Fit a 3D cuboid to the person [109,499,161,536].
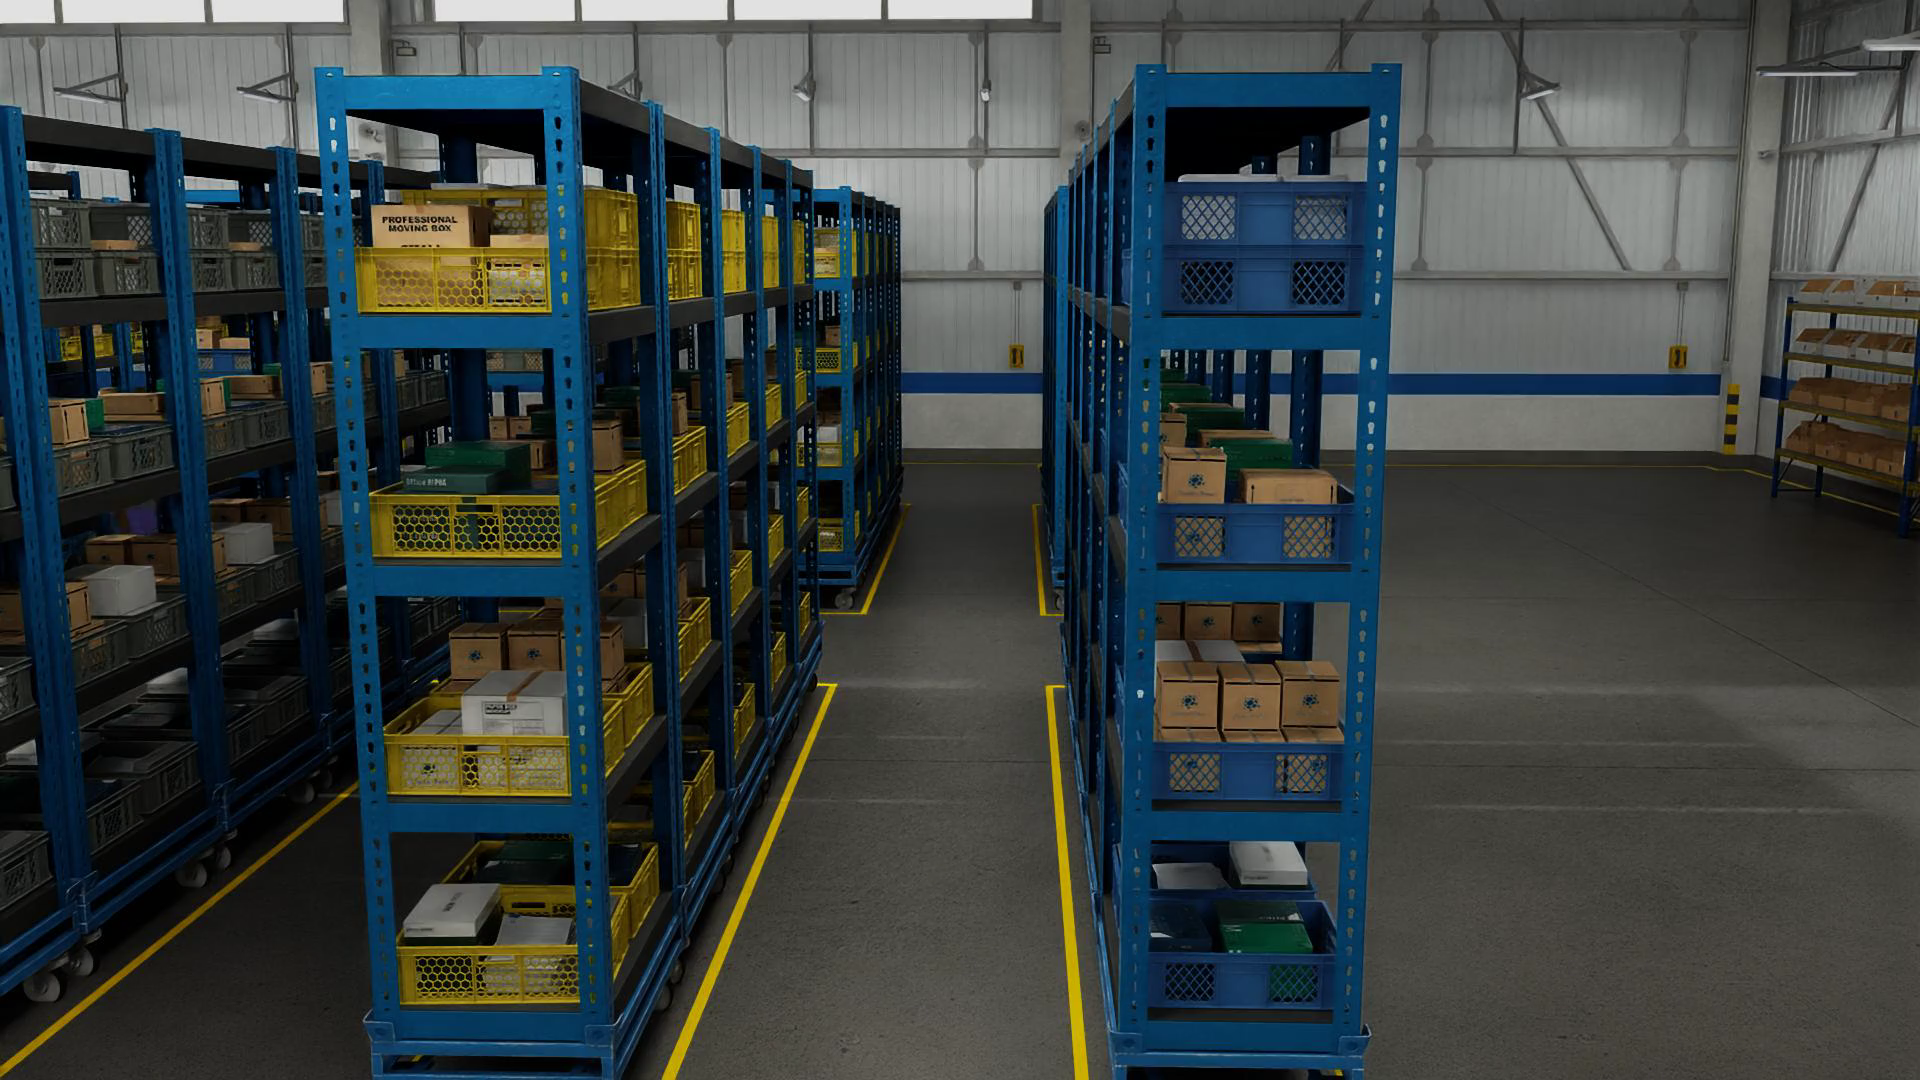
[{"bbox_3d":[-6.242,-0.017,12.712,0.984,1.790,0.586,1,10,7],"label":"person"}]
